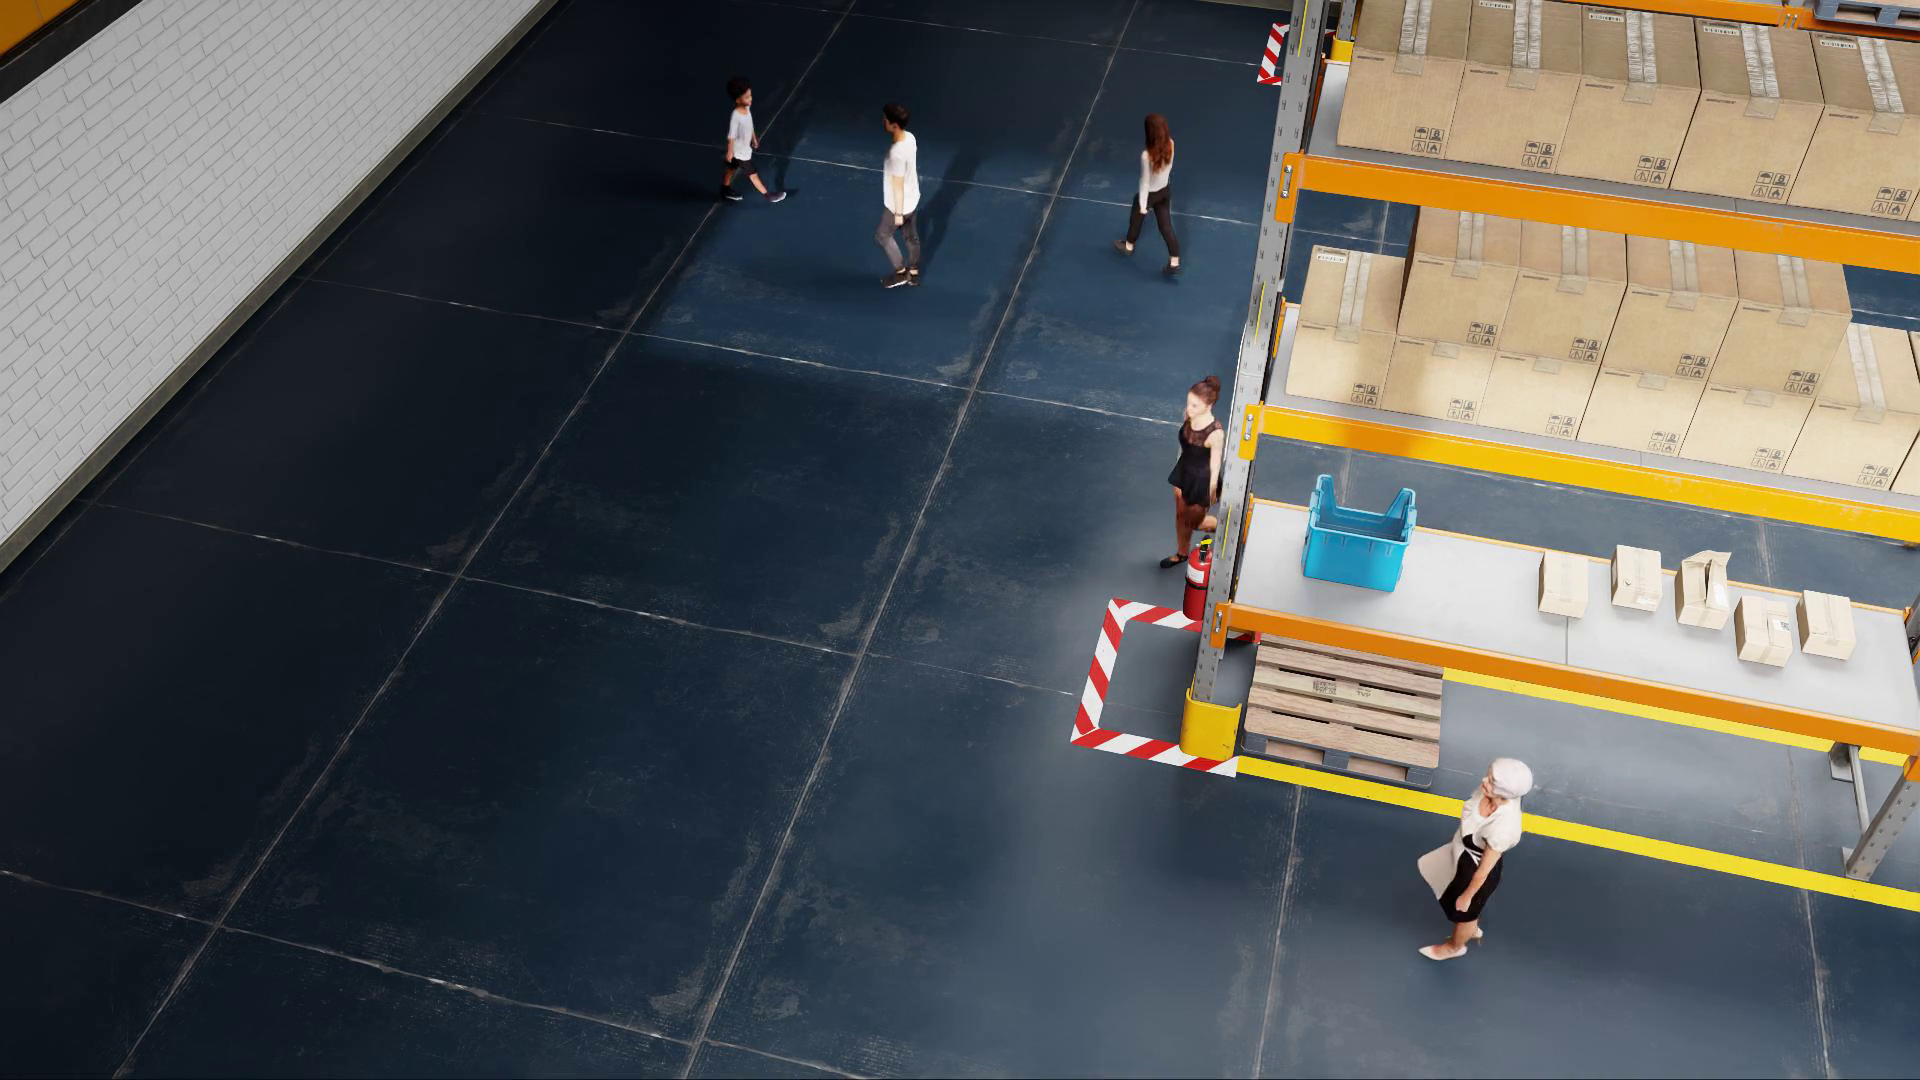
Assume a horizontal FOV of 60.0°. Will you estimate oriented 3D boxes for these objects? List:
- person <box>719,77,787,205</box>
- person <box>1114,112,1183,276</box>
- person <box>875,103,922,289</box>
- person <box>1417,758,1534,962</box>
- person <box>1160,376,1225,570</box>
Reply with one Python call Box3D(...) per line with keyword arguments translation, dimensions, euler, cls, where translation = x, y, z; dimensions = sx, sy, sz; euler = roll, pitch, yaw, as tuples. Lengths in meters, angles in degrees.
Box3D(translation=(-2.040, -3.564, 14.952), dimensions=(0.879, 1.216, 0.516), euler=(10, 45, 10), cls="person")
Box3D(translation=(1.704, -2.900, 14.083), dimensions=(0.927, 1.452, 1.043), euler=(-27, 50, -25), cls="person")
Box3D(translation=(-0.416, -2.831, 13.822), dimensions=(0.562, 1.713, 0.644), euler=(10, 44, 10), cls="person")
Box3D(translation=(2.864, 1.775, 8.962), dimensions=(0.678, 1.747, 0.649), euler=(9, 44, 10), cls="person")
Box3D(translation=(1.696, -0.461, 11.367), dimensions=(0.892, 1.668, 0.816), euler=(-18, 46, -18), cls="person")
